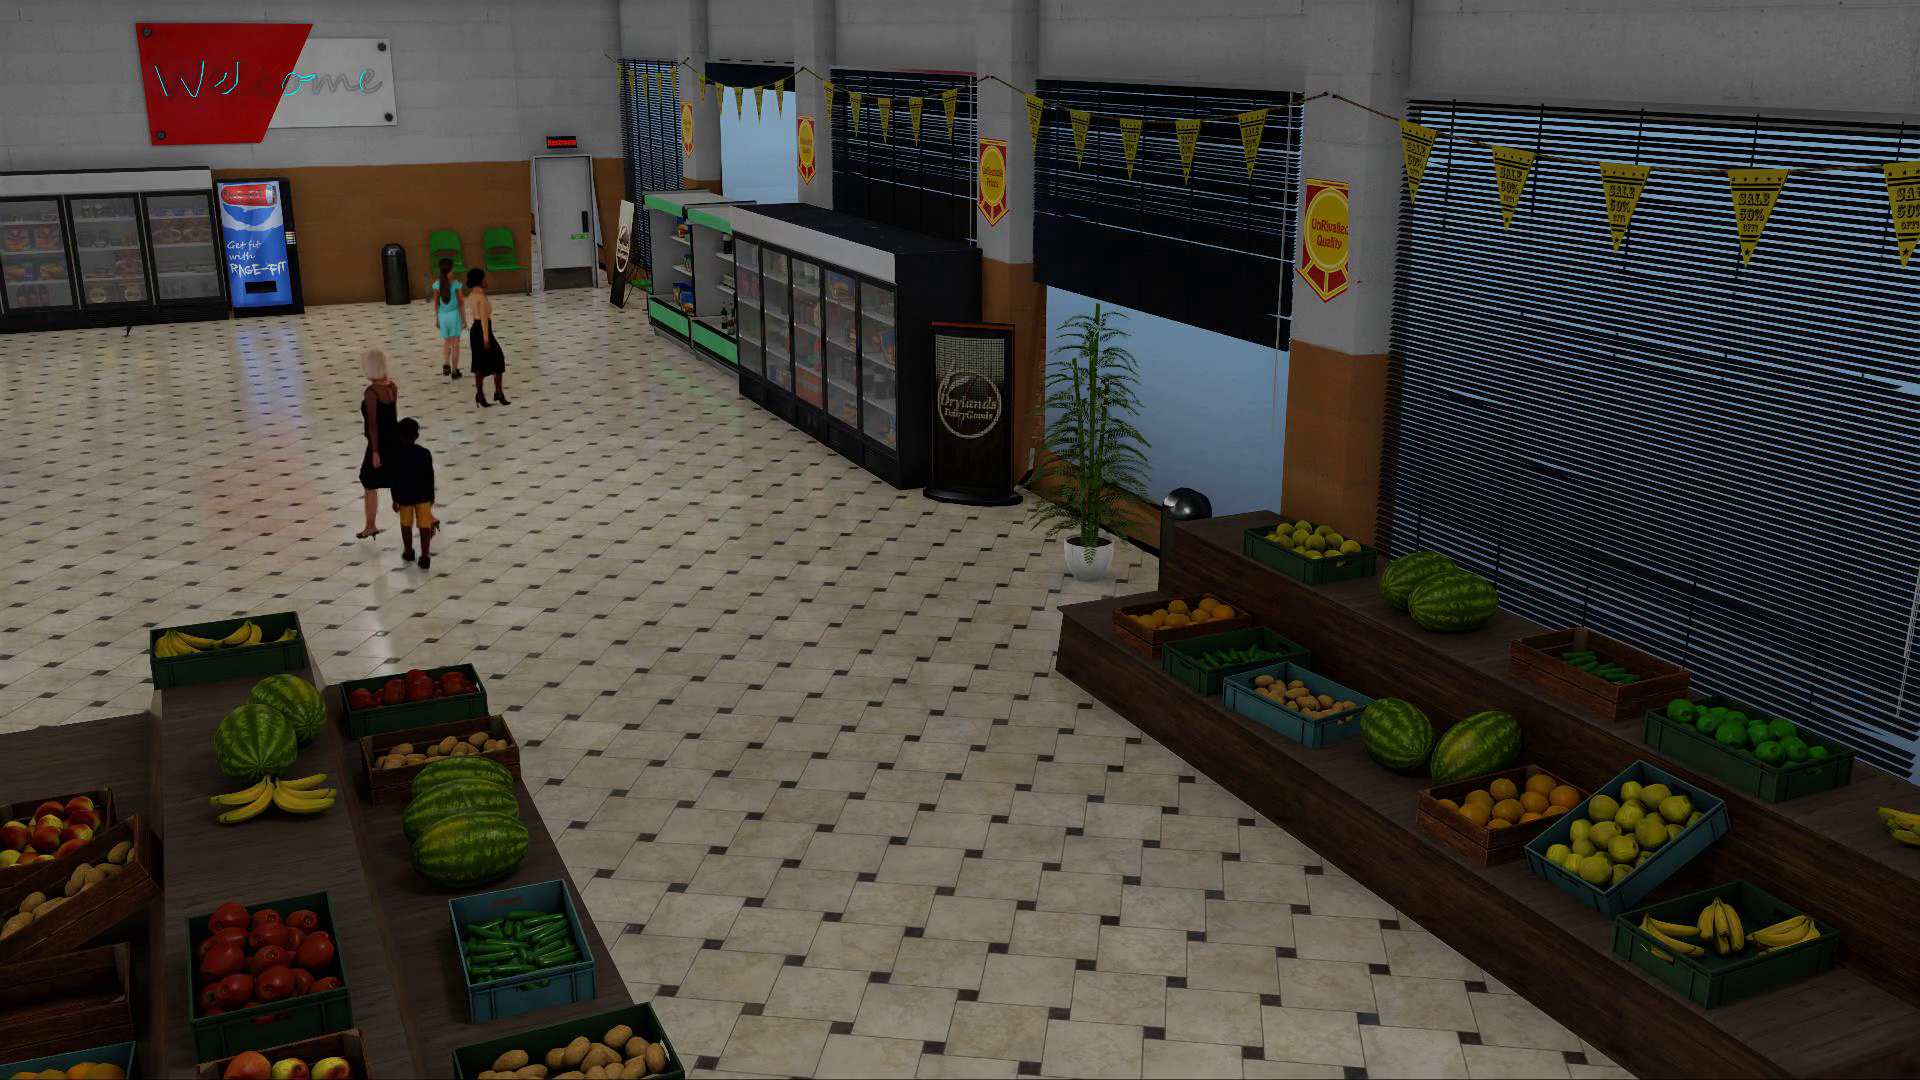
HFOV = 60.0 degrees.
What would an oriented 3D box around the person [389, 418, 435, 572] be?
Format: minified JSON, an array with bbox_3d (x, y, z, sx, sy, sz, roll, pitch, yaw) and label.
[{"bbox_3d":[-4.494,-0.354,13.691,0.551,1.245,0.720,-9,19,-28],"label":"person"}]

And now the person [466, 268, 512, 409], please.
[{"bbox_3d":[-5.695,-2.362,19.612,0.748,1.647,0.670,-13,21,-37],"label":"person"}]

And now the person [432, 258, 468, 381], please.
[{"bbox_3d":[-6.551,-2.822,21.291,0.648,1.550,0.692,1,17,5],"label":"person"}]

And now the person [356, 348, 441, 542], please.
[{"bbox_3d":[-4.850,-0.768,14.252,1.102,1.711,1.068,5,18,17],"label":"person"}]
